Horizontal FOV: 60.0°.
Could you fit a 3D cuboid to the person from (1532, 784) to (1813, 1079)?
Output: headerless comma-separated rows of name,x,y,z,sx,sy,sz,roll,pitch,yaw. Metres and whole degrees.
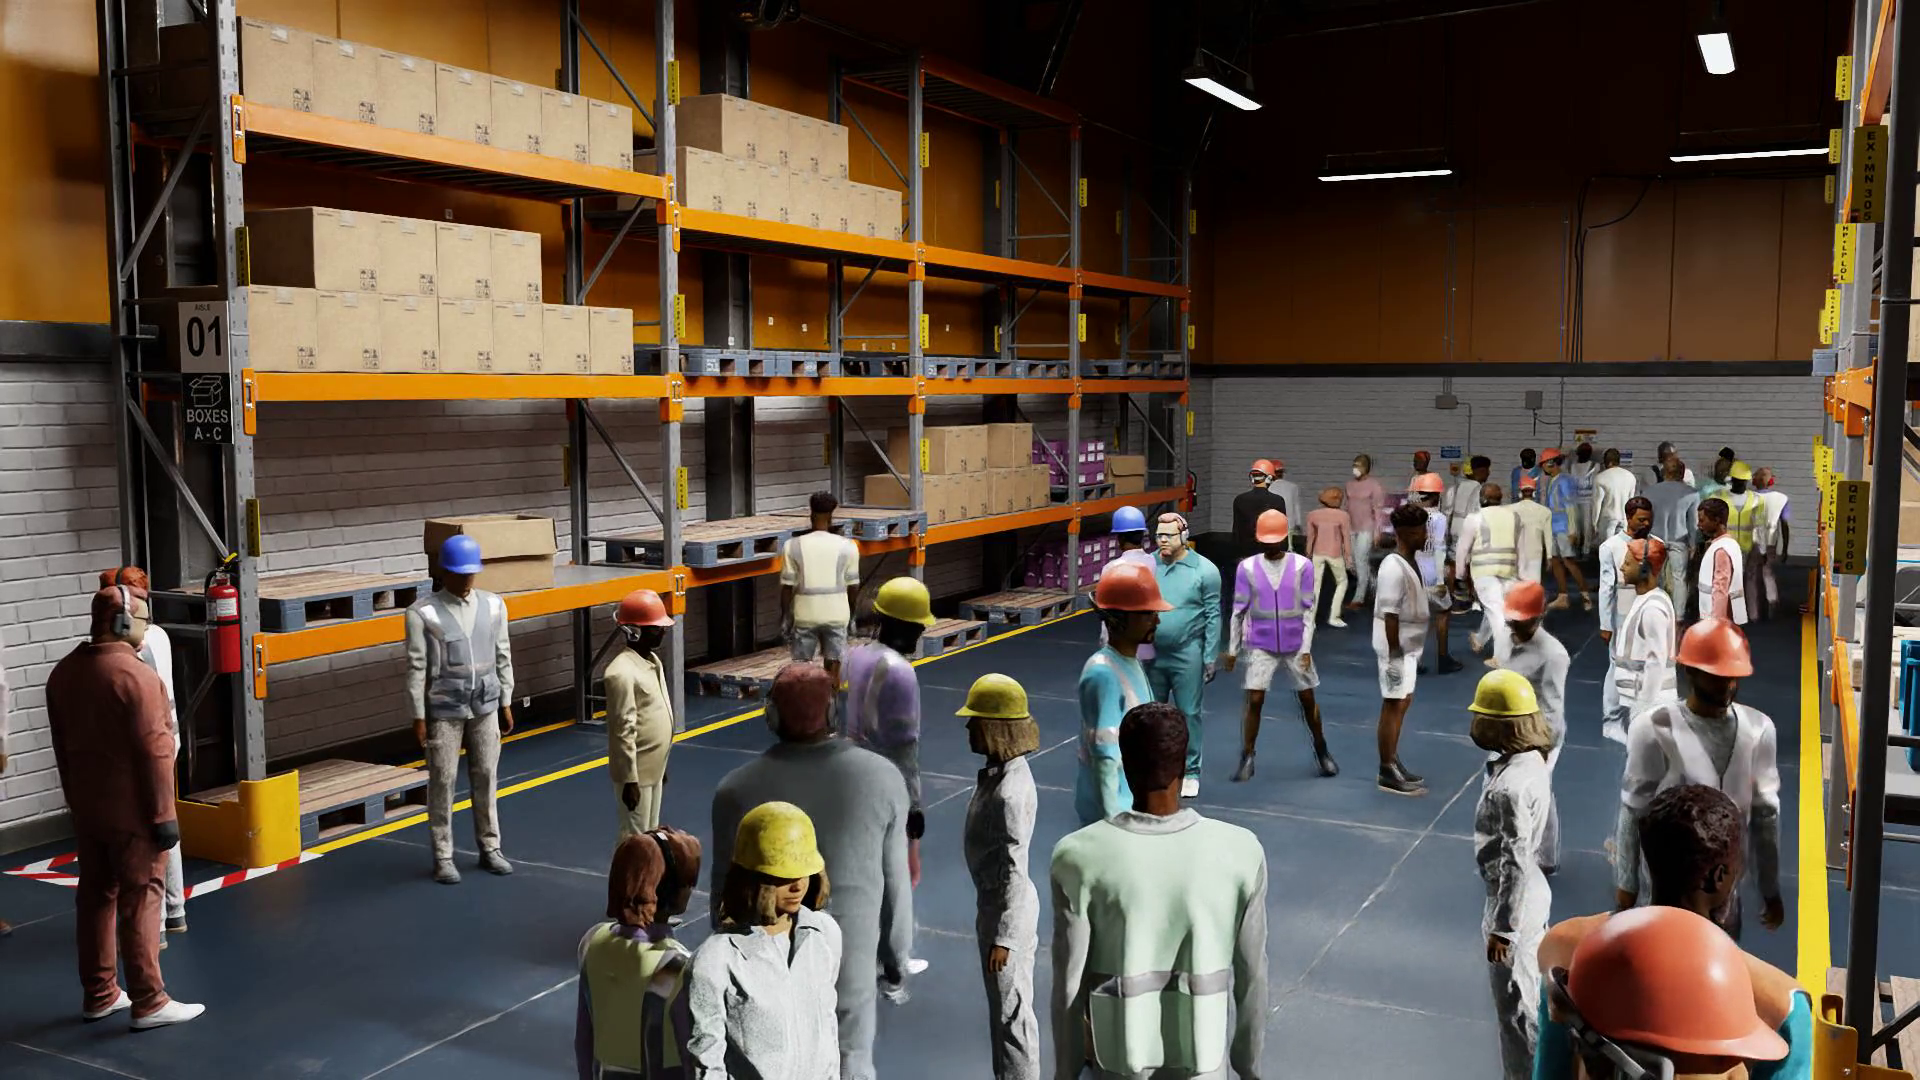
person,1.490,1.468,3.532,0.389,1.918,0.590,-4,7,-38

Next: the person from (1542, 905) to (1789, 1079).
person,0.994,1.526,2.514,0.402,1.990,0.622,1,6,15

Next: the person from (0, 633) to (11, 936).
person,-4.949,1.038,8.143,0.375,1.925,0.645,2,6,24

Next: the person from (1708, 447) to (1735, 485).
person,11.120,-0.418,24.175,0.503,1.862,0.328,2,6,17

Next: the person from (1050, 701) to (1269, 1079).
person,0.528,1.387,4.434,0.587,1.914,0.390,0,5,-2

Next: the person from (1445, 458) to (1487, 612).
person,6.267,-0.088,20.493,0.635,1.886,0.823,1,5,8

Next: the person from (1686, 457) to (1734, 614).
person,8.826,-0.014,19.485,0.647,1.923,0.515,-3,6,-28

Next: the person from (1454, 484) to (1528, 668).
person,5.242,0.335,16.482,0.672,1.769,1.038,-1,5,-12

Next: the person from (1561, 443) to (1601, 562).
person,9.653,-0.586,25.908,0.343,1.870,0.681,-5,7,-42

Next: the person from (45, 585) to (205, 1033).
person,-3.581,1.141,7.151,0.636,1.902,0.406,3,6,27

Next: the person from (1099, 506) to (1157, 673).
person,1.157,0.744,11.177,0.612,1.943,0.404,-4,7,-39

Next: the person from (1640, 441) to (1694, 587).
person,9.649,-0.371,22.674,0.691,2.000,0.789,5,7,40

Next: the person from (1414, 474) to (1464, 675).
person,4.504,0.329,15.792,0.780,1.913,0.571,-3,6,-32

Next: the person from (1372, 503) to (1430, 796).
person,2.995,0.725,11.285,0.367,1.965,0.612,3,6,27

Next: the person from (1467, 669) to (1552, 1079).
person,1.962,1.329,5.971,0.322,1.740,0.490,2,6,25

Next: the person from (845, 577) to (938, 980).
person,-0.398,1.107,7.511,0.596,1.899,0.635,-2,6,-21

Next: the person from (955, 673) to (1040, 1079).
person,0.132,1.335,5.892,0.294,1.744,0.485,0,5,-5

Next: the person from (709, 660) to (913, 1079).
person,-0.452,1.328,5.248,0.650,1.887,0.552,-2,6,-20

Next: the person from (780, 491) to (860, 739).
person,-1.077,0.587,12.845,0.613,1.943,0.437,0,5,-4

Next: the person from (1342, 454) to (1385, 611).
person,4.941,-0.098,20.340,0.565,1.927,0.649,-3,6,-28

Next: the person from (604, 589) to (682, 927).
person,-1.561,1.113,8.225,0.329,1.751,0.568,0,5,4

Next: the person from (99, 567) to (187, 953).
person,-4.016,1.063,8.142,0.351,1.878,0.568,-1,5,-10

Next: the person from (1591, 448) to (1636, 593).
person,8.608,-0.247,21.961,0.622,1.932,0.367,-1,5,-14

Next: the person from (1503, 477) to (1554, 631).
person,6.338,0.160,18.684,0.636,1.720,0.703,2,6,16

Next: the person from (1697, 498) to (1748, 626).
person,5.742,0.633,12.602,0.414,1.906,0.598,2,6,23

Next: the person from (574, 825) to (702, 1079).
person,-0.778,1.542,4.217,0.523,1.638,0.311,5,7,41

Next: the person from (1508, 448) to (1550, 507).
person,8.280,-0.424,24.320,0.429,1.841,0.625,-4,7,-39

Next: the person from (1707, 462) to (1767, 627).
person,8.663,0.092,18.478,0.600,1.887,0.855,1,5,6

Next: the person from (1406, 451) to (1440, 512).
person,6.146,-0.247,22.177,0.354,1.883,0.572,-2,6,-25

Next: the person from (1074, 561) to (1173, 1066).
person,0.665,1.105,6.771,0.383,2.045,0.605,1,5,14

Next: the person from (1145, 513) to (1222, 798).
person,1.409,0.768,11.134,0.652,1.906,0.402,2,6,25

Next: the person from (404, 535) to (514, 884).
person,-2.773,0.933,9.243,0.616,1.933,0.420,-5,7,-41

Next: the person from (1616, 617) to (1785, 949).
person,2.719,1.227,6.104,0.553,1.917,0.449,-1,5,-9

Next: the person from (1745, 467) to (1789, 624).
person,9.168,0.077,19.044,0.566,1.823,0.496,1,6,15

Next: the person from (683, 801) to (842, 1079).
person,-0.456,1.500,4.121,0.324,1.742,0.492,5,7,41

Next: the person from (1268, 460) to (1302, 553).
person,4.351,-0.218,22.647,0.620,1.738,0.379,-2,6,-17

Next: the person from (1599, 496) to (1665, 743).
person,5.185,0.609,12.864,0.596,1.908,0.404,-2,6,-23

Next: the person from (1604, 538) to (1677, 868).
person,3.913,0.929,9.525,0.355,1.883,0.572,2,6,21

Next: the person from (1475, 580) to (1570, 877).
person,3.120,1.052,9.128,0.559,1.702,0.588,-2,6,-24

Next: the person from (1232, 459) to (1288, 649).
person,3.135,0.156,17.291,0.610,1.986,0.393,4,7,35

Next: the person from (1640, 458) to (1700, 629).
person,8.009,0.040,18.795,0.635,1.939,0.367,2,6,19

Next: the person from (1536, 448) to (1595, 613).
person,7.407,-0.120,20.276,0.714,1.991,0.687,0,5,2

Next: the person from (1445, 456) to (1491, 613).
person,6.192,-0.066,20.135,0.870,1.914,0.624,-1,6,-15

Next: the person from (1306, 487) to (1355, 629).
person,4.161,0.206,18.727,0.594,1.601,0.455,4,7,37

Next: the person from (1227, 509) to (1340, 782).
person,2.261,0.732,11.579,0.790,1.902,0.581,1,5,13
